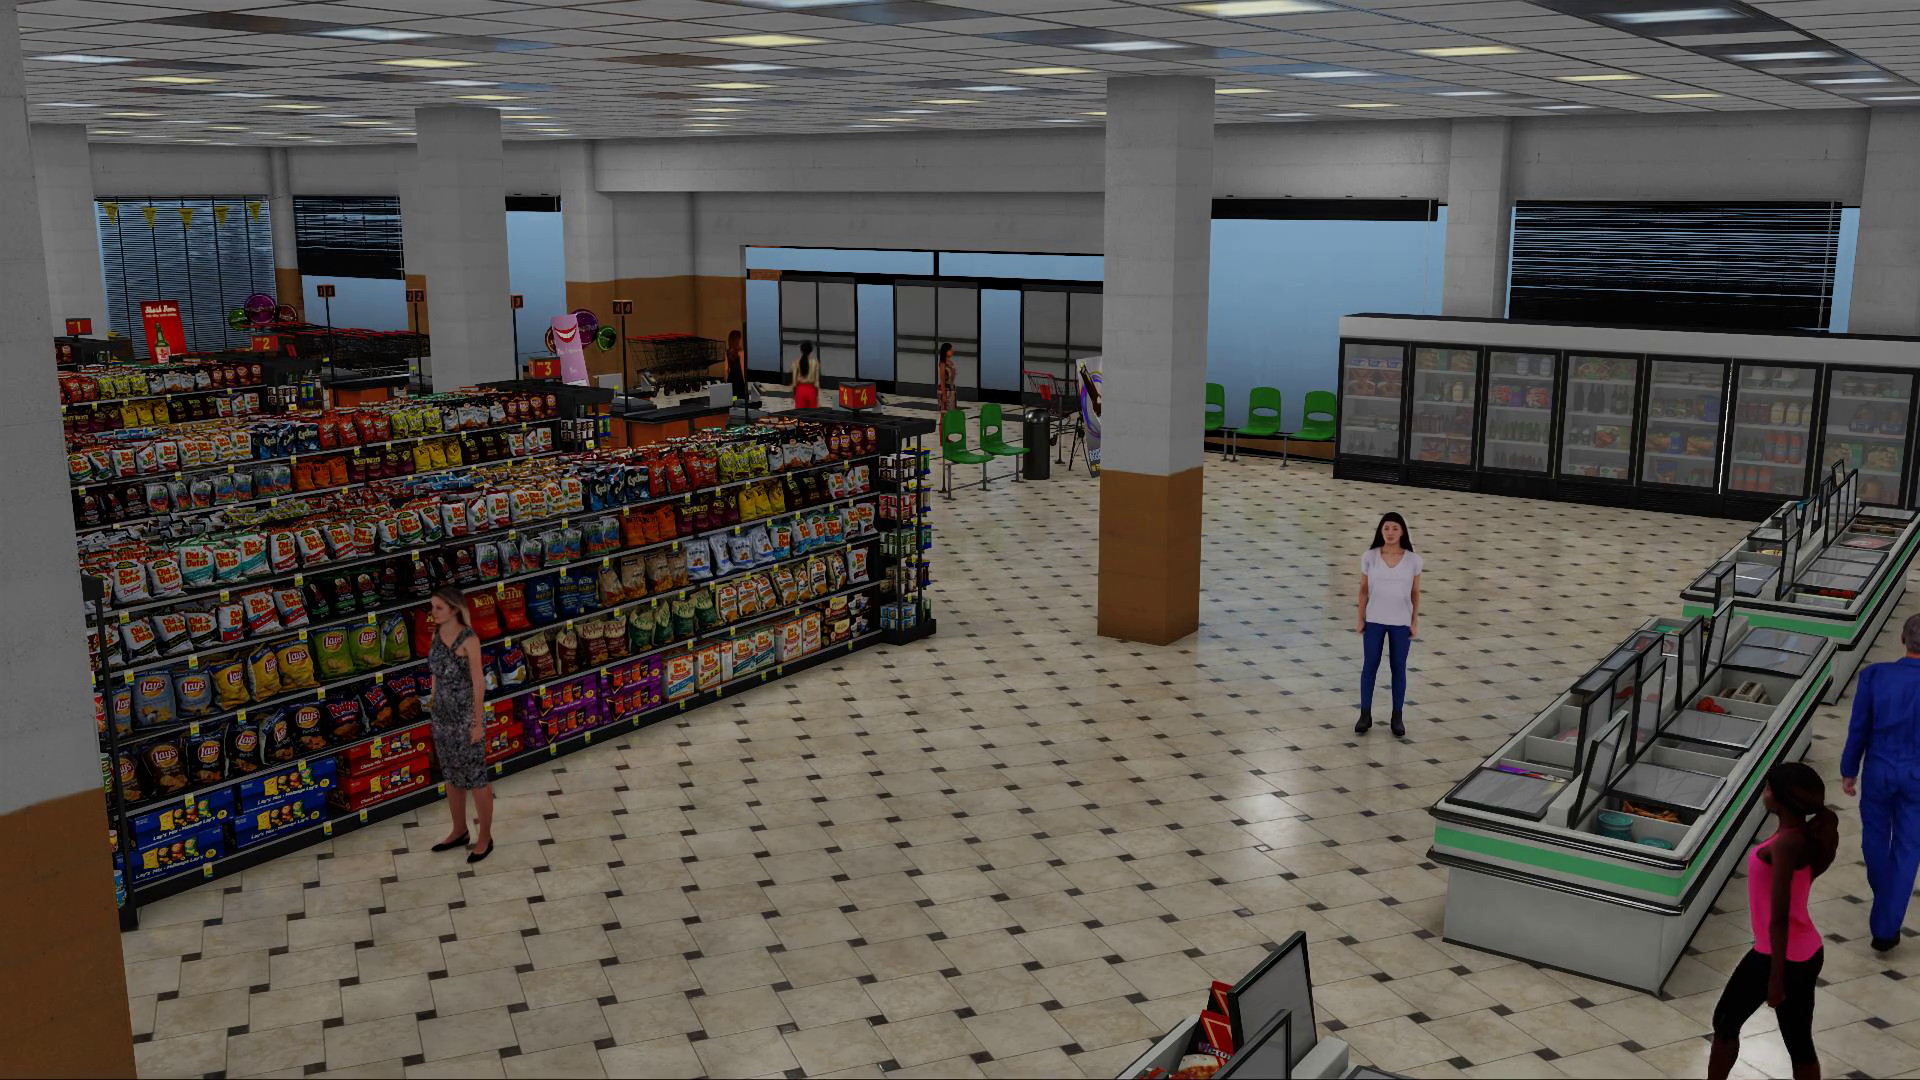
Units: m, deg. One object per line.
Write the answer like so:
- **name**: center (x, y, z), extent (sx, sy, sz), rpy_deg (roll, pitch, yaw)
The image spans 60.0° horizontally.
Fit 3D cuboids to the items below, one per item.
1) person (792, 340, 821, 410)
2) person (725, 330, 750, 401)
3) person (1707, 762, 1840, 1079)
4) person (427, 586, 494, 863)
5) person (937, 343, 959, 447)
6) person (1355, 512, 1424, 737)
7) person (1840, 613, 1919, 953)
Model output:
- **person**: center (-2.354, -2.118, 25.337), extent (1.092, 1.753, 1.153), rpy_deg (-2, 12, -10)
- **person**: center (-3.593, -2.448, 26.708), extent (0.570, 1.834, 0.509), rpy_deg (8, 14, 34)
- **person**: center (3.518, 1.786, 6.930), extent (0.873, 1.699, 0.778), rpy_deg (-11, 16, -41)
- **person**: center (-3.047, 1.103, 10.165), extent (0.570, 1.702, 0.483), rpy_deg (8, 14, 33)
- **person**: center (-0.214, -2.338, 26.647), extent (0.764, 1.645, 0.569), rpy_deg (4, 13, 19)
- **person**: center (3.201, 0.632, 12.445), extent (0.672, 1.685, 0.644), rpy_deg (3, 12, 14)
- **person**: center (5.035, 1.324, 8.920), extent (0.798, 1.784, 1.166), rpy_deg (9, 15, 37)
